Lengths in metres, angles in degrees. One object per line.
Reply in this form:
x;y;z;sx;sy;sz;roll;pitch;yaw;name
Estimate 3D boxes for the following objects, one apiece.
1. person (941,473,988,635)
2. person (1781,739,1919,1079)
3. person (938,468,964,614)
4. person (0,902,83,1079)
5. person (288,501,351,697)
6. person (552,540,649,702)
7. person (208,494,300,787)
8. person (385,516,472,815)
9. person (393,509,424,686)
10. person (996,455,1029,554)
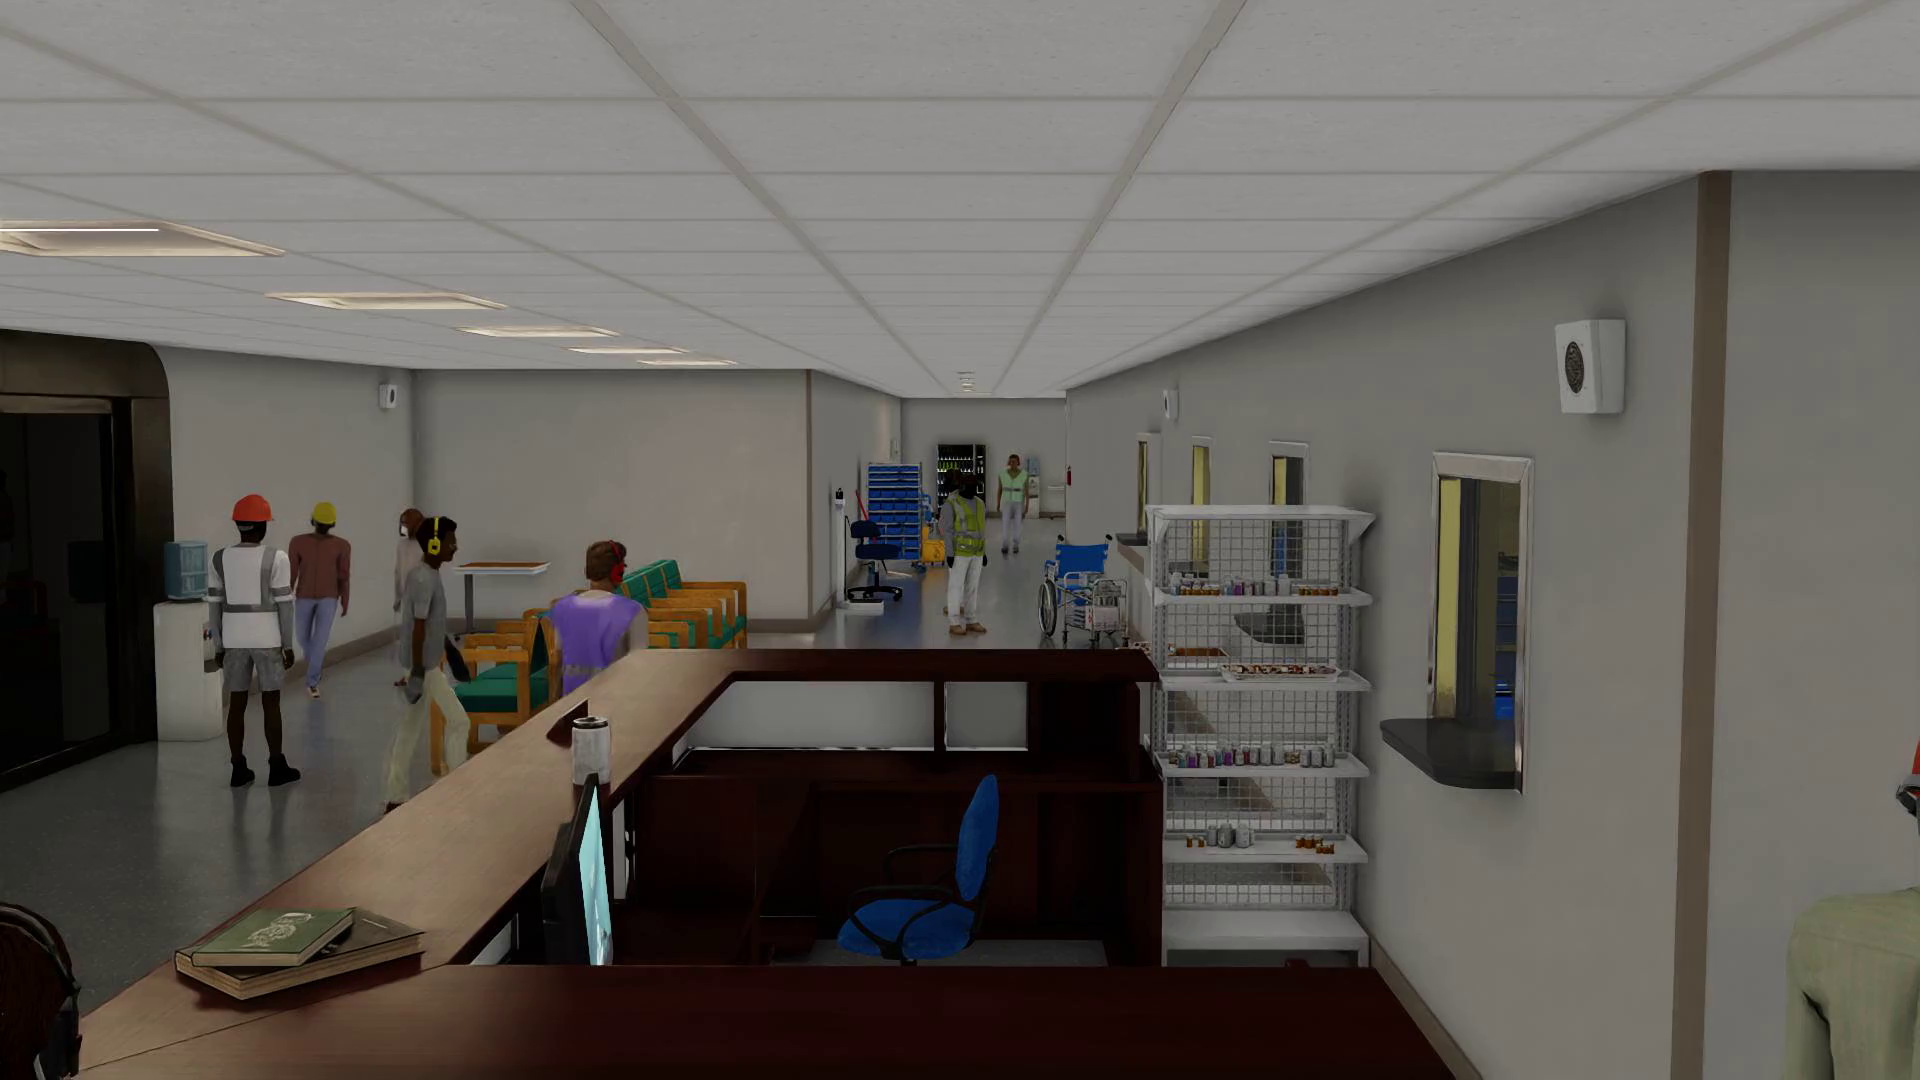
0.080;0.156;18.926;0.622;1.838;0.429;-4;6;-44;person
1.637;1.233;2.687;0.378;1.995;0.609;-3;5;-33;person
-0.061;0.015;20.953;0.430;1.836;0.619;0;4;-5;person
-1.183;1.361;2.043;0.630;1.835;0.429;-2;5;-27;person
-5.710;0.506;14.803;0.568;1.727;0.691;-1;4;-17;person
-1.890;0.898;8.760;0.583;1.803;0.955;2;5;26;person
-4.683;0.666;11.040;0.546;1.939;0.375;0;4;1;person
-3.152;0.776;10.165;0.793;1.838;0.518;-2;5;-26;person
-4.940;0.529;15.078;0.528;1.631;0.299;2;5;30;person
0.952;-0.644;30.295;0.613;1.810;0.873;0;4;6;person
